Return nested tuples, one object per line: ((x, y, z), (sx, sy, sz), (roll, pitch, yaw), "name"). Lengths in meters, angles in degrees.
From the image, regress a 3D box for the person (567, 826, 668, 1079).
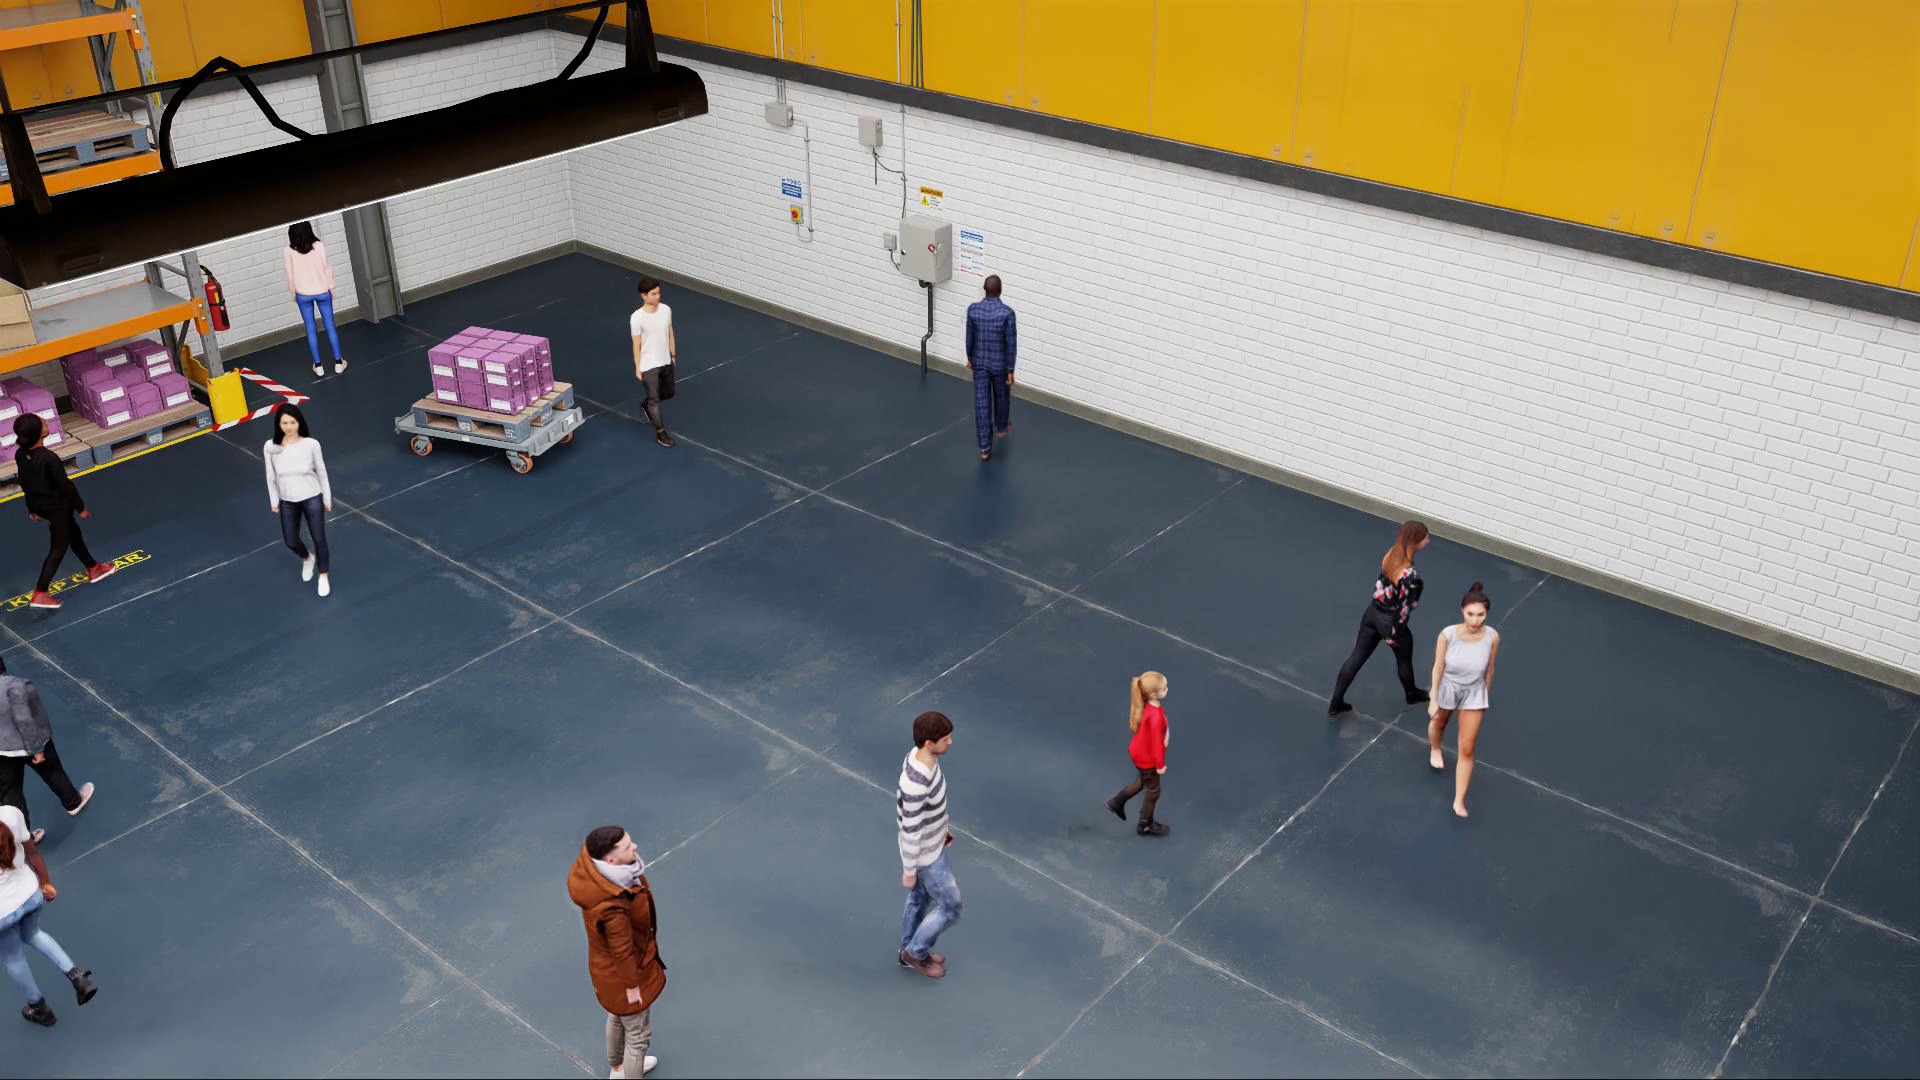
((-1.794, 2.260, 8.817), (0.827, 1.837, 0.814), (-14, 32, -25), "person")

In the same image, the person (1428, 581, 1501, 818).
((3.400, 1.013, 11.390), (0.930, 1.564, 1.145), (5, 29, 8), "person")

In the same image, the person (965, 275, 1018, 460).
((0.269, -1.637, 16.010), (0.971, 1.792, 1.144), (6, 29, 11), "person")

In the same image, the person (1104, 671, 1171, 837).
((1.185, 1.419, 10.949), (0.755, 1.271, 0.696), (-2, 29, -4), "person")

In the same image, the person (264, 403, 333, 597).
((-5.452, -0.371, 13.789), (0.774, 1.695, 0.846), (-7, 29, -12), "person")

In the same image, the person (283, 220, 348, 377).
((-6.942, -2.631, 17.854), (0.673, 1.769, 0.788), (-9, 30, -16), "person")

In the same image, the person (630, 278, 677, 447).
((-3.049, -1.786, 16.370), (0.833, 1.708, 0.739), (-25, 37, -37), "person")

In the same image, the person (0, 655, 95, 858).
((-6.161, 1.352, 10.758), (0.982, 1.573, 1.068), (1, 29, 2), "person")

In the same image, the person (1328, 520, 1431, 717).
((3.023, 0.614, 12.054), (1.182, 1.628, 0.950), (-11, 30, -19), "person")

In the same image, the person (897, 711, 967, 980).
((-0.311, 1.794, 9.681), (0.860, 1.829, 0.780), (3, 29, 5), "person")

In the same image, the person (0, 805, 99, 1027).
((-5.246, 2.060, 9.319), (0.793, 1.707, 0.773), (10, 30, 18), "person")

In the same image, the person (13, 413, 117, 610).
((-7.438, -0.209, 13.551), (0.804, 1.638, 1.162), (12, 31, 21), "person")
